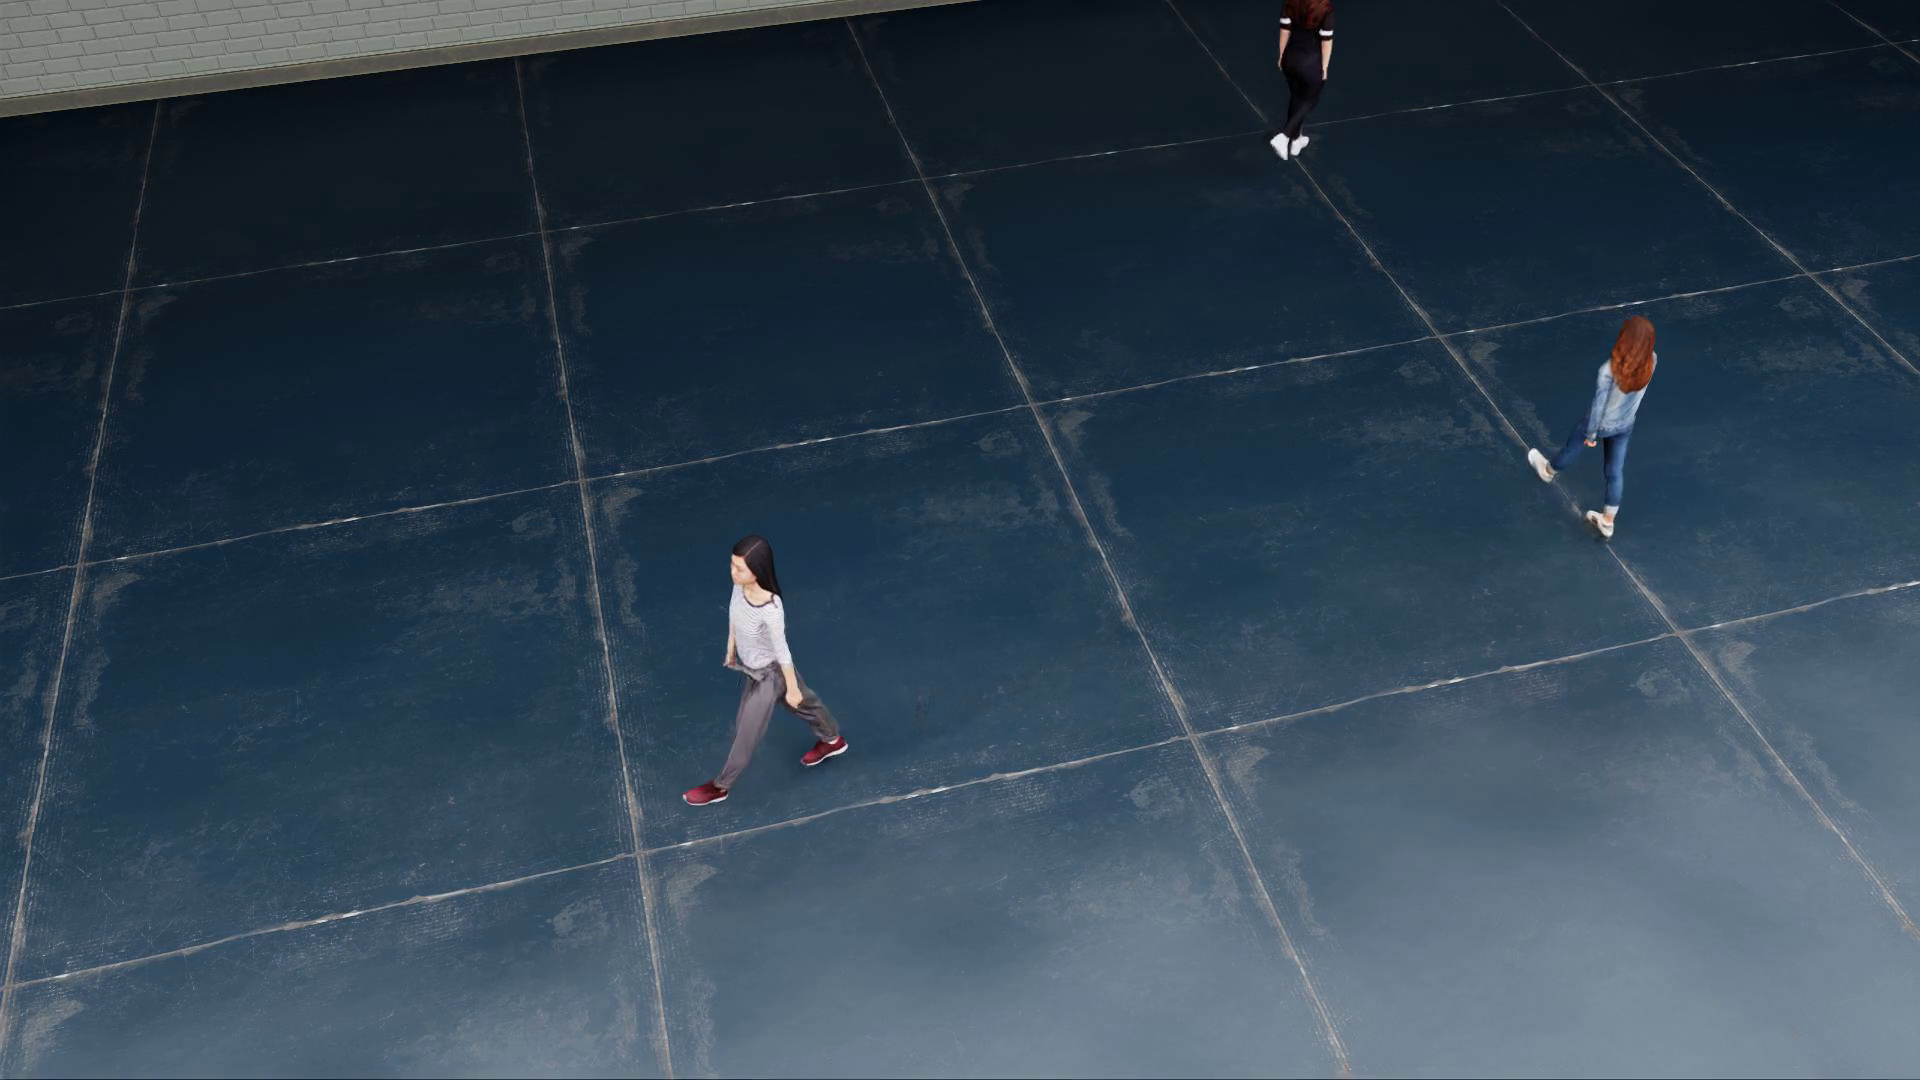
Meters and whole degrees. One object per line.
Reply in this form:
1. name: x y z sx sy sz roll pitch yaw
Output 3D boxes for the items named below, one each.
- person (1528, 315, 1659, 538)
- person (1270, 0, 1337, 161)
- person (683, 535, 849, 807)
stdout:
1. person: 3.885 -0.654 9.831 0.591 1.442 0.989 -12 44 -13
2. person: 2.644 -3.682 12.940 0.916 1.625 0.940 28 50 27
3. person: -0.881 0.618 8.297 0.866 1.676 1.145 -20 47 -20
